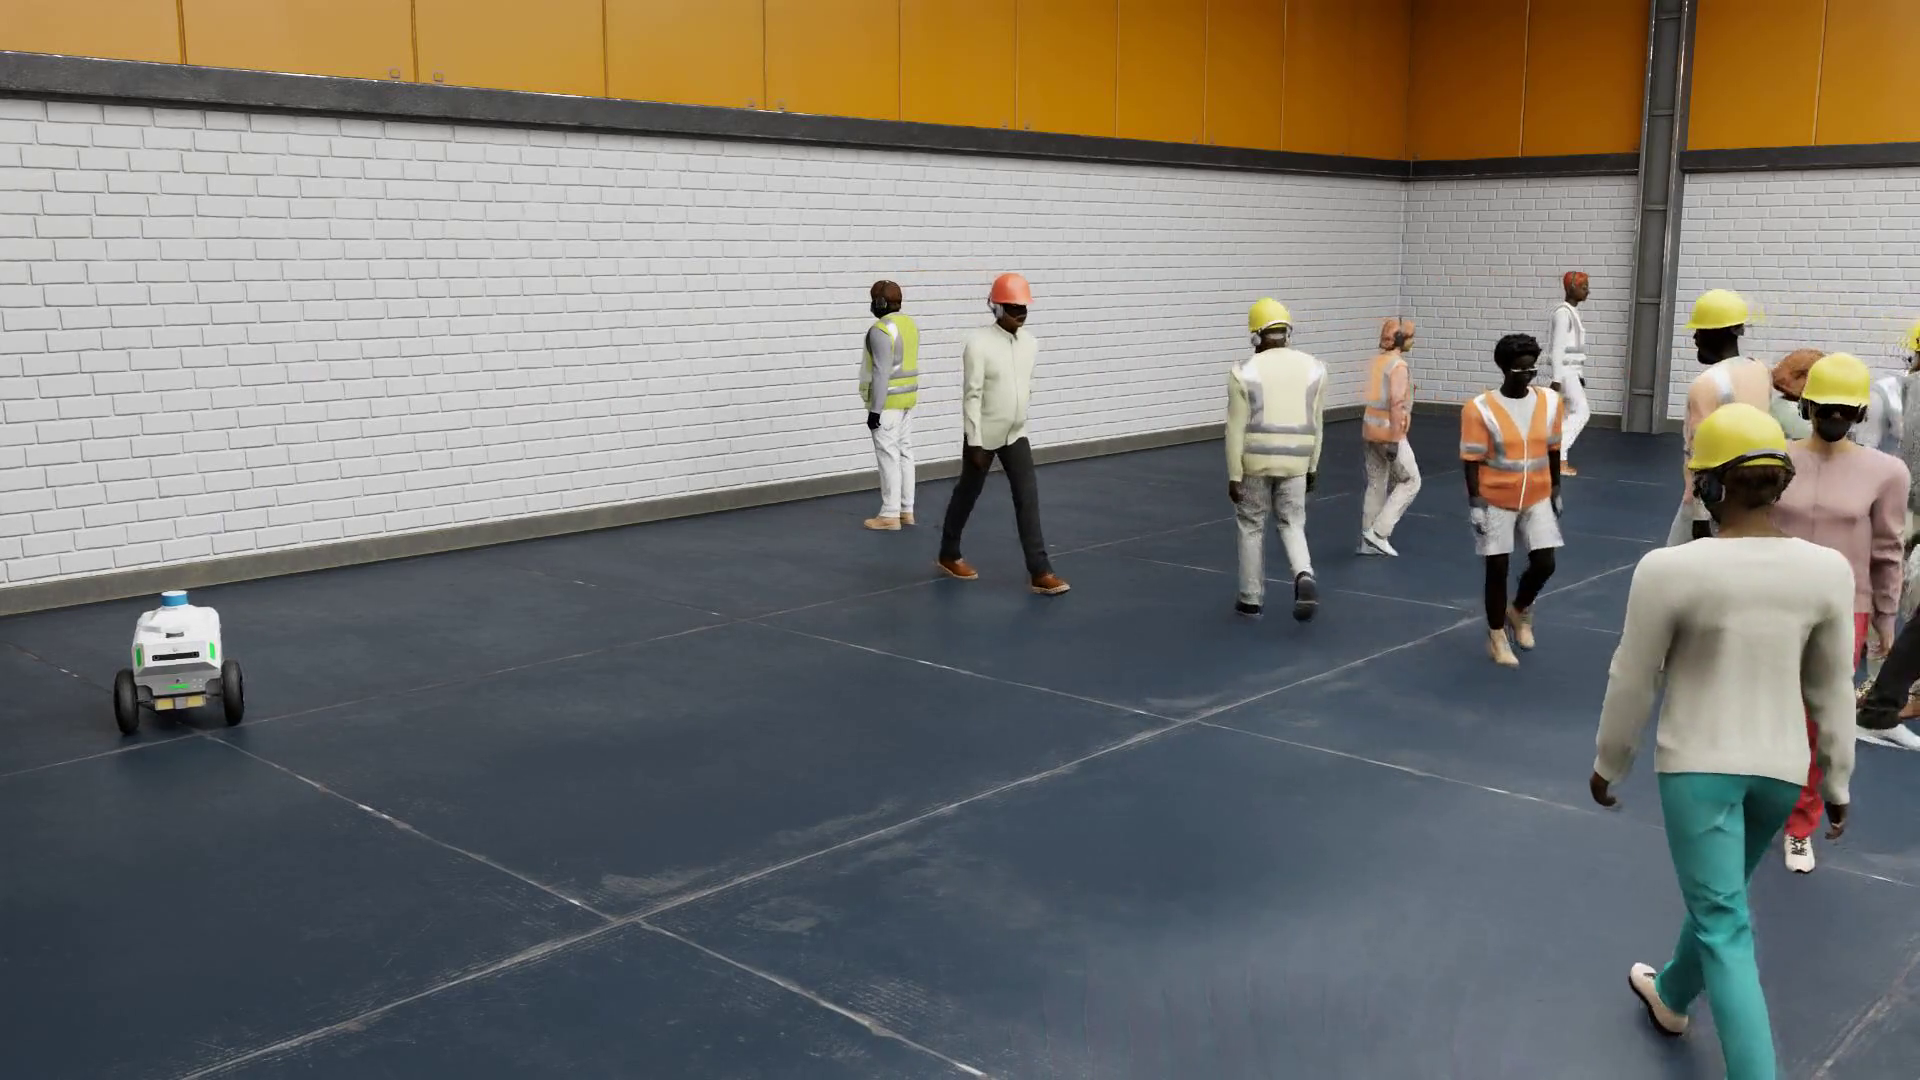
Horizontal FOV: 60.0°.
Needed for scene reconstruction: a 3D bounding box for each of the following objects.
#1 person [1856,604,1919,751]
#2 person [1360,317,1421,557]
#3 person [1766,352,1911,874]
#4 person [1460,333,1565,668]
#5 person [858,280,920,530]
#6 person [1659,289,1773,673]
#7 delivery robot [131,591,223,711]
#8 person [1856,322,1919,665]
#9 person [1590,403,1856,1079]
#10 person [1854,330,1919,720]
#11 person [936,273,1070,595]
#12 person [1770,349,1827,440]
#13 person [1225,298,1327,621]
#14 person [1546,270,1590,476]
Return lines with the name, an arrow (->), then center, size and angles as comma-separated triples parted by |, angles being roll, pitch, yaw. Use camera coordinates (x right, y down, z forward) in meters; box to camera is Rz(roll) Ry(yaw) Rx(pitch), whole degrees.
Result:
person -> 4.160, -0.008, 6.642 | 0.984, 1.859, 0.579 | 6, 12, 30
person -> 2.882, -0.674, 11.118 | 0.375, 1.625, 0.517 | -2, 10, -9
person -> 2.920, 0.214, 5.724 | 0.544, 1.742, 0.648 | 5, 11, 28
person -> 2.717, -0.189, 8.194 | 0.563, 1.669, 0.426 | -1, 10, -4
person -> -0.533, -0.998, 12.334 | 0.429, 1.841, 0.634 | 4, 11, 22
person -> 3.628, -0.229, 7.815 | 0.596, 1.890, 0.941 | -6, 12, -30
delivery robot -> -3.469, 0.468, 7.377 | 0.477, 0.478, 0.707 | -4, 11, -23
person -> 4.572, -0.194, 7.972 | 0.593, 1.777, 0.957 | -2, 10, -12
person -> 1.824, 0.531, 4.001 | 0.536, 1.707, 0.917 | -1, 10, -5
person -> 4.127, -0.095, 7.202 | 0.564, 1.833, 0.589 | -2, 10, -14
person -> 0.216, -0.654, 10.135 | 0.632, 1.932, 1.078 | -9, 13, -40
person -> 4.155, -0.166, 8.335 | 0.875, 1.578, 0.510 | 1, 10, 3
person -> 1.733, -0.416, 9.117 | 0.586, 1.806, 0.646 | -1, 10, -8
person -> 5.566, -1.503, 15.133 | 0.466, 1.872, 0.585 | 4, 11, 22
